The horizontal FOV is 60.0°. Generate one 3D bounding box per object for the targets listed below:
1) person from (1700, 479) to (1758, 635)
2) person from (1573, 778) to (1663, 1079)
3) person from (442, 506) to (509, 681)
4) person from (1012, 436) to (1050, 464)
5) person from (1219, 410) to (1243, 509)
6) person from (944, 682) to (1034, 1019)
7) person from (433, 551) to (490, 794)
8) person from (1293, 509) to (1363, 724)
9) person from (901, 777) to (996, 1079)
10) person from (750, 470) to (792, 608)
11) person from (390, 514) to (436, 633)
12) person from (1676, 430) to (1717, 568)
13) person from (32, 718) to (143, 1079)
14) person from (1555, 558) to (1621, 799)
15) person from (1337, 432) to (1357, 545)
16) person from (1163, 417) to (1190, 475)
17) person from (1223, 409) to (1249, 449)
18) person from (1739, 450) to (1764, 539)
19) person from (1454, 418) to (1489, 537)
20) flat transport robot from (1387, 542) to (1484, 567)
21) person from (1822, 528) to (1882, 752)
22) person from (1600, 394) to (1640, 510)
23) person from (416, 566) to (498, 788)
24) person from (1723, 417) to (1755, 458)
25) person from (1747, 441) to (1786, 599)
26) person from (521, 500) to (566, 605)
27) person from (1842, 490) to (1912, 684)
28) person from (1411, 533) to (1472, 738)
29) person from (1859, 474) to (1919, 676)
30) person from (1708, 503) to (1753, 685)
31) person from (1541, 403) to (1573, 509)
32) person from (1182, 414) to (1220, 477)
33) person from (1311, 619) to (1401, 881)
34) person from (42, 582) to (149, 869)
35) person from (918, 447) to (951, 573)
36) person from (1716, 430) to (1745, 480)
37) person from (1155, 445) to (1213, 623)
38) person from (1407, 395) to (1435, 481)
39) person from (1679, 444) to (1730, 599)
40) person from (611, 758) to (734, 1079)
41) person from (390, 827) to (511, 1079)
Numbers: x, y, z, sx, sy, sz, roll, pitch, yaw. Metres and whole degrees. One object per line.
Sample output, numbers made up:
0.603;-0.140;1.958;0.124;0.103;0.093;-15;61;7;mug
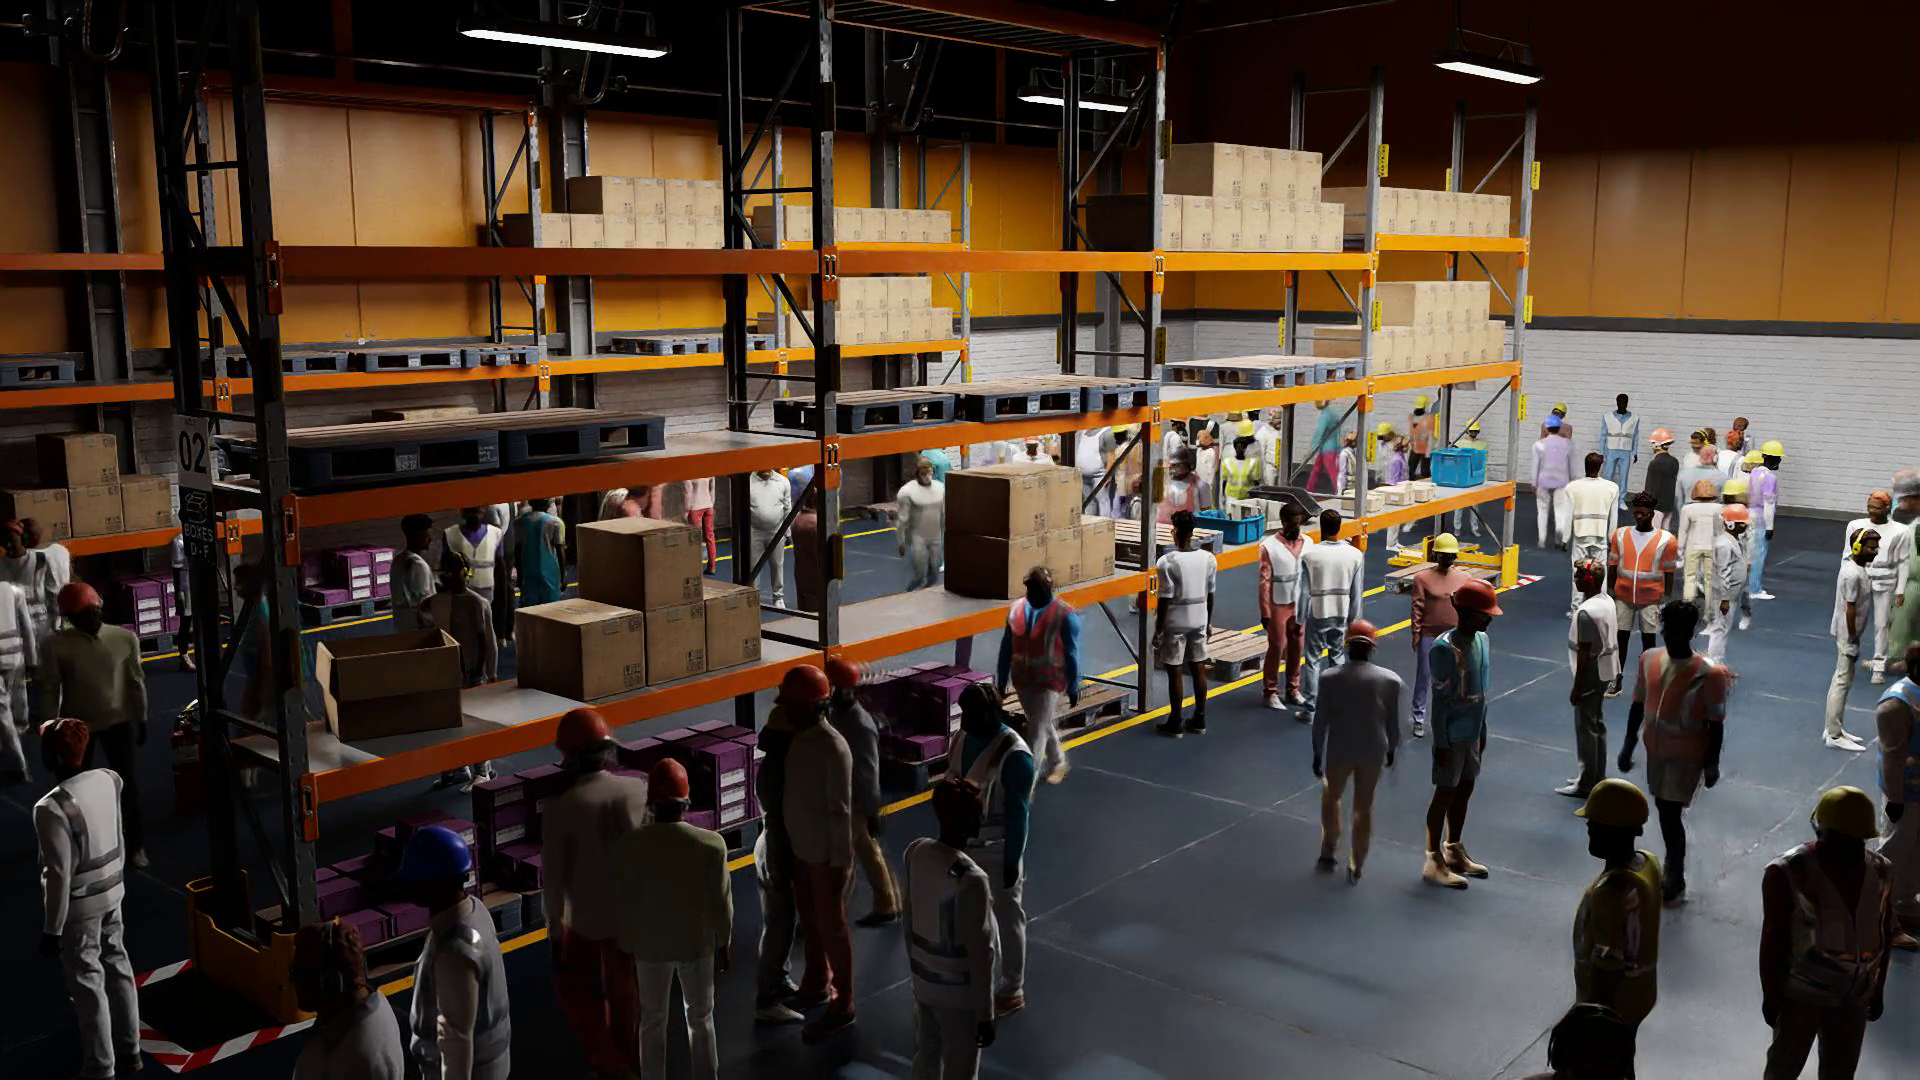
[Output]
8.480;0.180;18.215;0.812;1.713;0.492;-8;13;-41;person
2.735;1.943;7.024;0.362;1.928;0.587;7;12;35;person
-4.641;0.496;15.977;0.592;1.818;0.652;-5;11;-26;person
0.978;-0.644;22.981;0.560;1.753;0.329;-1;10;-3;person
4.495;-1.360;27.337;0.492;1.729;0.324;4;10;21;person
0.137;1.661;9.011;0.432;1.836;0.618;-7;12;-37;person
-3.844;1.006;12.791;0.513;1.872;0.328;7;12;35;person
3.240;0.679;14.645;0.598;1.907;0.408;-2;10;-13;person
-0.035;1.940;7.174;0.349;1.882;0.577;-6;11;-33;person
-2.254;-0.090;19.250;0.643;1.901;0.399;-2;10;-14;person
-4.611;0.739;14.103;0.369;1.963;0.609;-8;12;-38;person
9.677;-0.515;21.890;0.329;1.865;0.516;-5;11;-29;person
-4.275;1.782;8.117;0.352;1.881;0.576;1;10;6;person
4.805;1.051;12.637;0.388;1.837;0.560;6;11;32;person
5.602;-0.752;24.009;0.315;1.630;0.512;6;11;33;person
3.156;-0.951;24.318;0.388;1.926;0.549;0;10;-2;person
4.843;-1.723;28.900;0.587;1.930;0.355;4;10;25;person
9.811;-0.249;20.659;0.298;1.743;0.493;2;10;10;person
7.550;-0.920;24.596;0.533;1.768;0.310;0;10;-1;person
6.435;0.184;22.457;0.652;0.197;1.431;9;13;44;flat transport robot
7.469;0.820;13.919;0.331;1.865;0.519;5;11;26;person
10.818;-1.451;27.316;0.599;1.916;0.377;2;10;11;person
-3.877;1.014;12.889;0.599;1.818;0.403;0;10;-3;person
12.218;-1.112;26.125;0.308;1.639;0.511;-9;13;-42;person
9.709;-0.241;20.091;0.398;1.920;0.586;1;10;7;person
-4.361;0.315;17.453;0.543;1.682;0.430;4;10;22;person
8.824;0.450;16.071;0.578;1.881;0.346;8;12;40;person
4.117;0.813;14.241;0.526;1.772;0.308;-1;10;-3;person
9.231;0.318;16.387;0.869;2.000;0.703;-2;10;-11;person
7.442;0.511;16.086;0.332;1.750;0.573;6;11;30;person
9.828;-1.387;27.430;0.532;1.754;0.342;7;12;38;person
3.689;-1.193;25.459;0.612;2.030;0.410;5;11;29;person
2.615;1.374;11.036;0.586;1.715;0.542;1;10;6;person
-5.897;1.217;11.347;0.648;1.944;0.938;-6;11;-32;person
-0.293;-0.526;21.865;0.399;1.899;0.650;-5;11;-28;person
10.092;-0.515;21.869;0.346;1.877;0.572;-3;10;-17;person
2.434;-0.052;18.596;0.688;2.000;0.539;5;11;26;person
7.660;-1.486;27.625;0.712;1.878;0.601;-6;11;-33;person
8.951;-0.208;19.981;0.544;1.889;0.659;-7;12;-37;person
-1.350;1.886;7.869;0.563;1.755;0.321;-1;10;-4;person
-1.940;2.039;6.434;0.410;1.935;0.611;-2;10;-13;person
